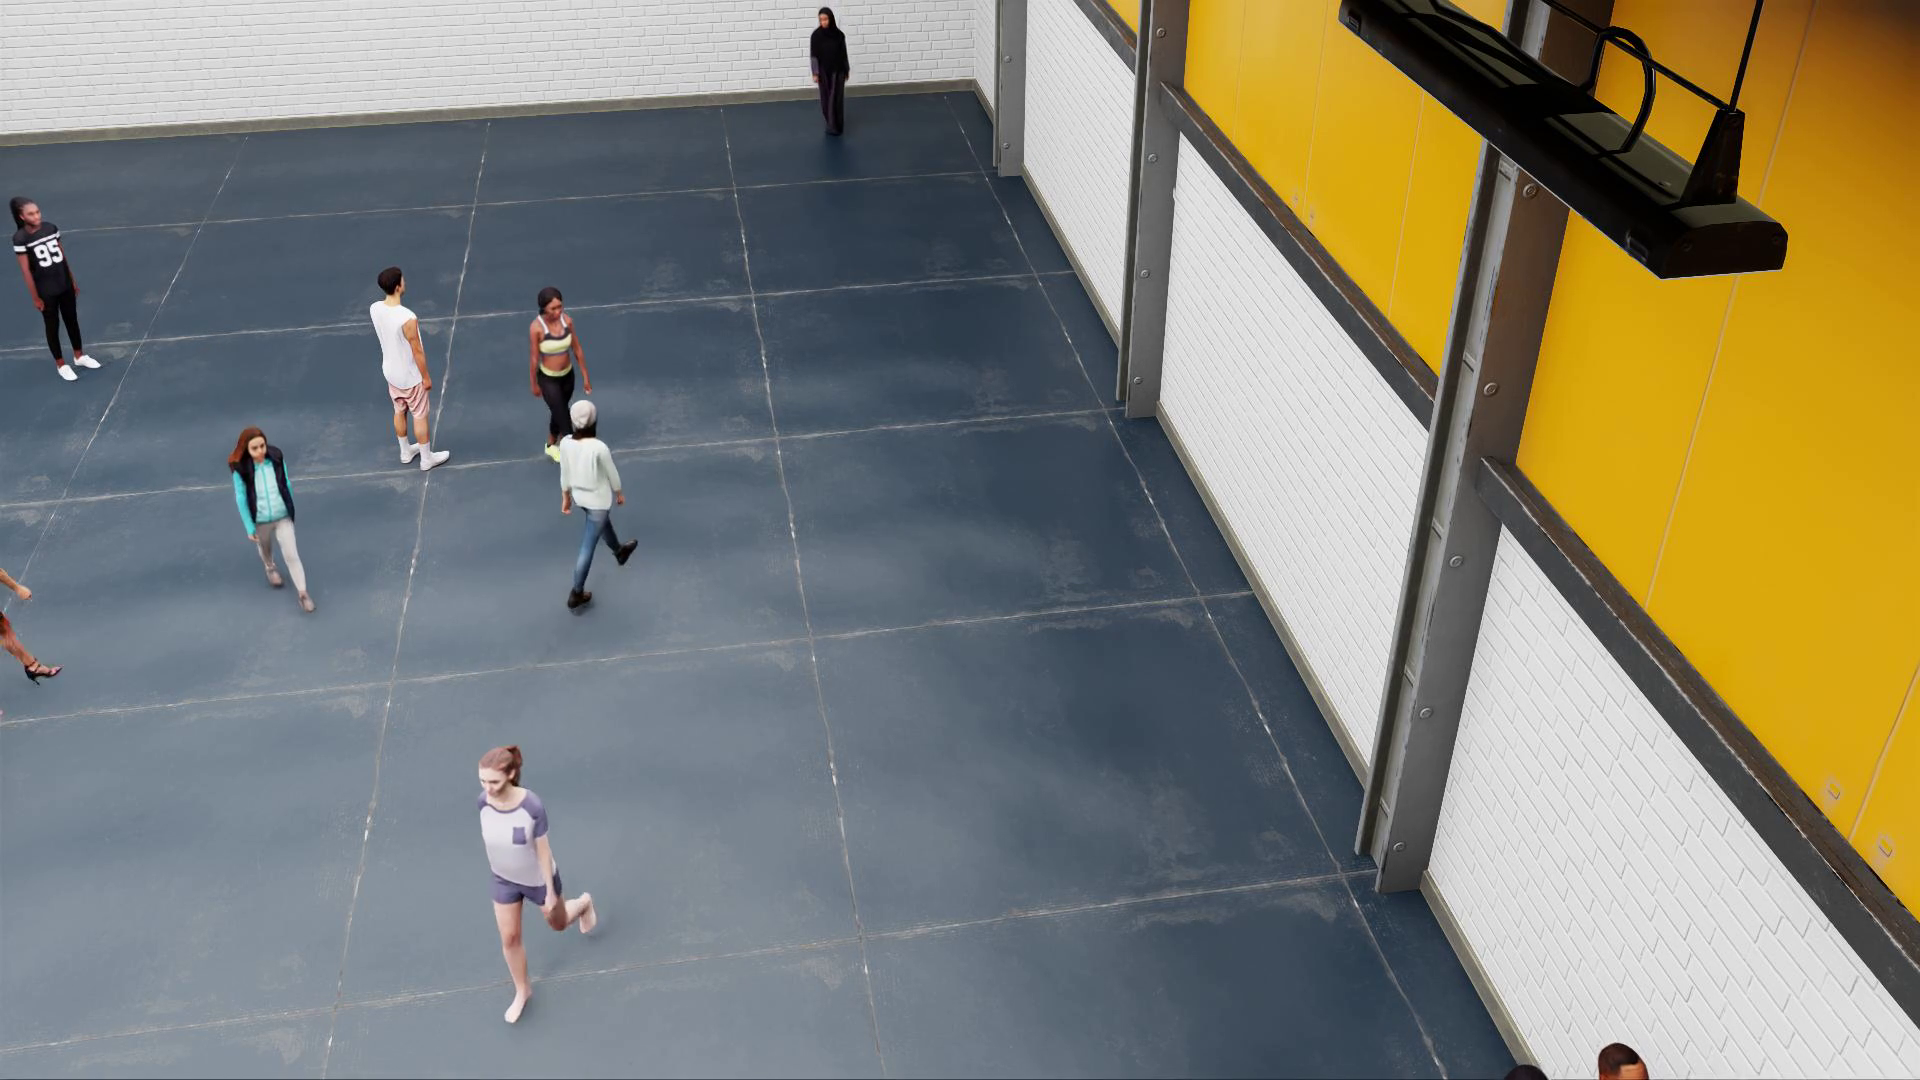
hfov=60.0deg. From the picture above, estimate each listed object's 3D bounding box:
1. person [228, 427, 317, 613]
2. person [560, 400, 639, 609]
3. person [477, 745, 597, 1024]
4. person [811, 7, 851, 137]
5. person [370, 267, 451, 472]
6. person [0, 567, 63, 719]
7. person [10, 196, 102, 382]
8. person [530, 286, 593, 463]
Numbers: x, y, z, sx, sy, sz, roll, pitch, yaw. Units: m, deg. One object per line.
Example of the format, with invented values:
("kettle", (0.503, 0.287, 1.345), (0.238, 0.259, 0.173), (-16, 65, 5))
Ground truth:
("person", (-5.190, -0.201, 12.410), (0.855, 1.464, 1.085), (-22, 40, -30))
("person", (-2.766, -0.236, 12.342), (1.028, 1.598, 1.175), (15, 36, 21))
("person", (-2.339, 1.798, 9.158), (0.836, 1.735, 1.116), (7, 34, 11))
("person", (-1.612, -5.929, 20.905), (0.808, 1.600, 1.174), (-1, 34, -1))
("person", (-4.676, -1.425, 13.965), (0.716, 1.782, 0.765), (19, 38, 26))
("person", (-6.645, 0.494, 11.065), (0.931, 1.796, 0.996), (19, 38, 26))
("person", (-8.403, -2.344, 15.394), (0.762, 1.730, 0.672), (15, 36, 21))
("person", (-3.404, -1.336, 13.903), (0.998, 1.702, 1.182), (-27, 42, -34))
